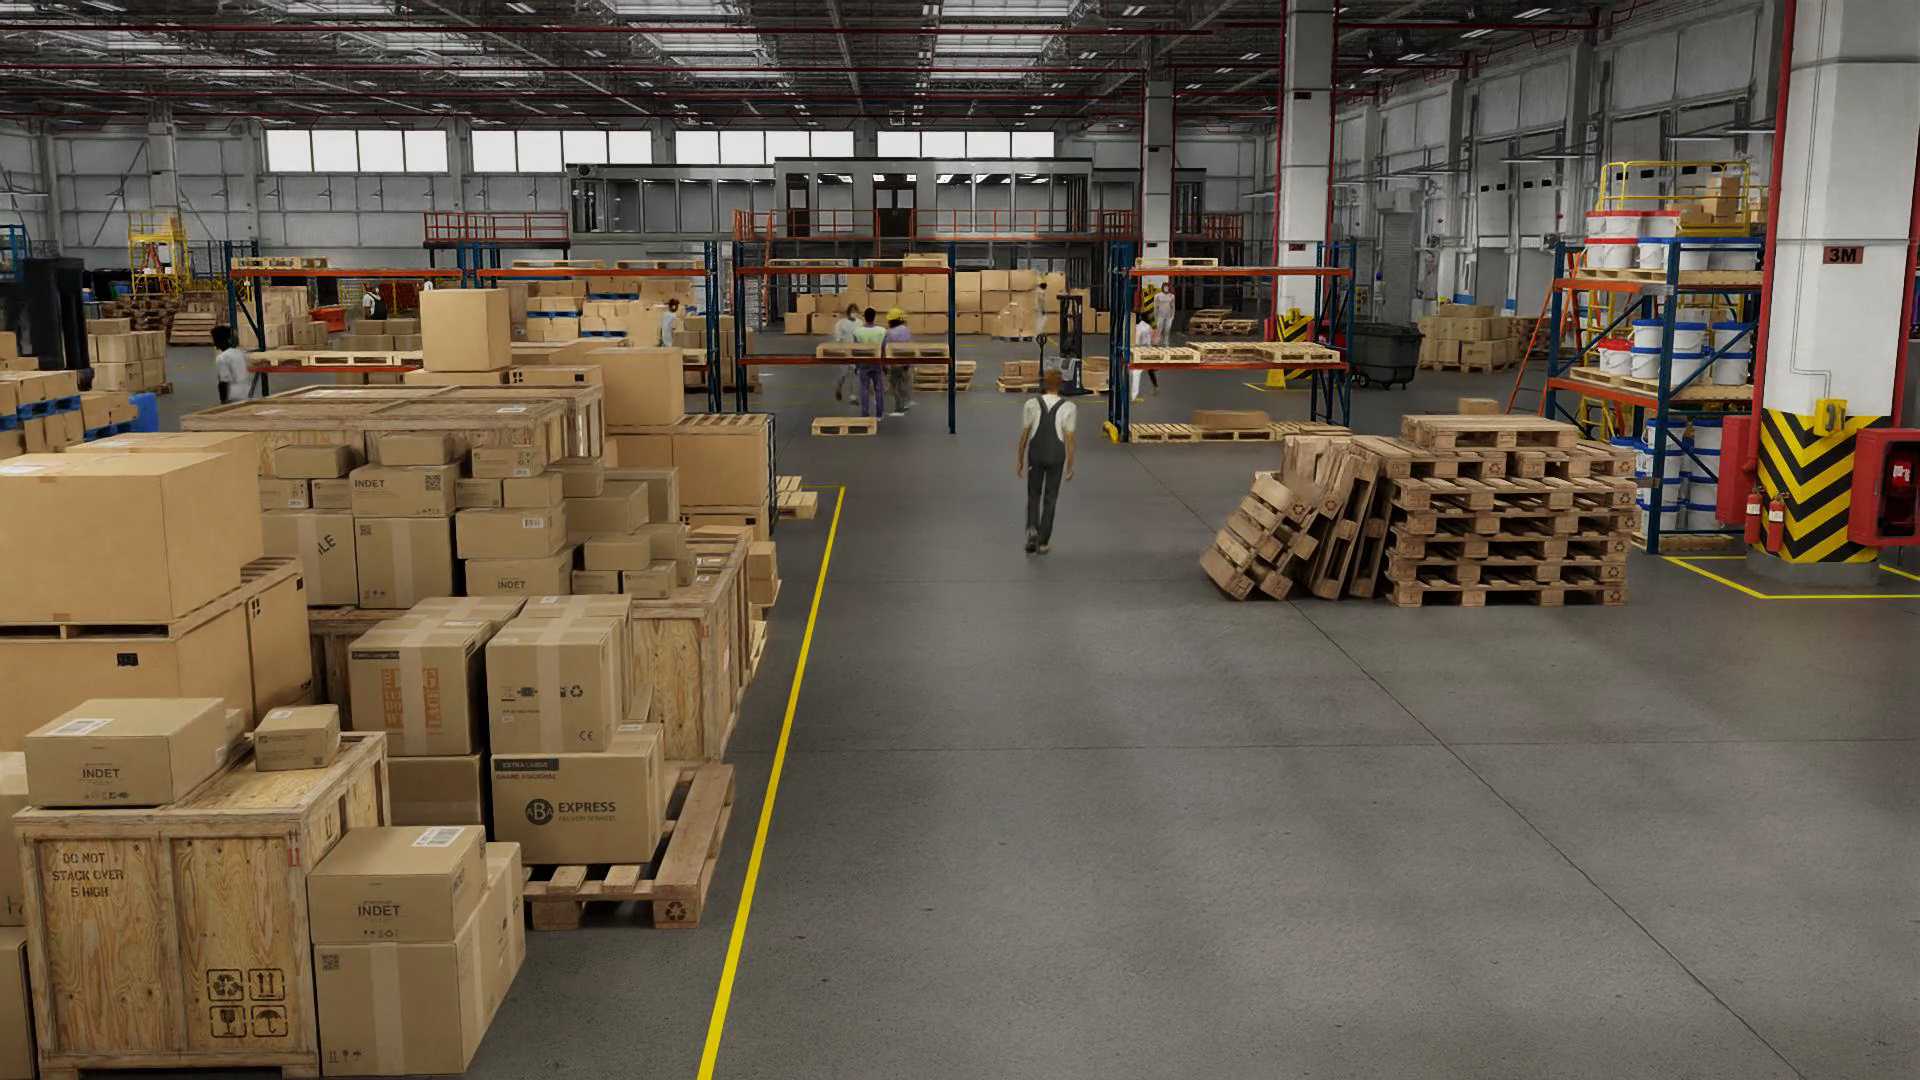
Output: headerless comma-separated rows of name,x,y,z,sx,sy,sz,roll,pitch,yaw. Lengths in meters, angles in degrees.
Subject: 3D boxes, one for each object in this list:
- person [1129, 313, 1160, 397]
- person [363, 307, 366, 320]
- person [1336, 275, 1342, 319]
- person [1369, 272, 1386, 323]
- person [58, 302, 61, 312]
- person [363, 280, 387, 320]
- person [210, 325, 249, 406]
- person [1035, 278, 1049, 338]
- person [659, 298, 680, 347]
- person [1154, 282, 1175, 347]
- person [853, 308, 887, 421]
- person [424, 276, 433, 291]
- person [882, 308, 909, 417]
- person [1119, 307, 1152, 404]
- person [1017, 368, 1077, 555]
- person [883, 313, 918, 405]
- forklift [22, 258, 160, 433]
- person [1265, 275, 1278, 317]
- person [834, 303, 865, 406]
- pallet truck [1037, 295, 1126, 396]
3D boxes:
person,3.629,-3.638,32.681,0.533,1.649,0.900,8,13,39
person,-15.513,-5.707,44.059,0.538,1.715,0.778,-3,11,-15
person,14.794,-9.634,65.118,0.396,1.992,0.623,0,10,0
person,14.991,-8.638,59.715,0.605,1.943,0.414,7,12,34
person,-28.470,-7.245,51.903,0.642,1.969,1.076,7,12,35
person,-15.239,-5.769,43.457,0.537,2.000,0.683,2,10,8
person,-9.581,-1.887,22.091,0.610,1.944,0.636,2,10,9
person,2.590,-7.306,52.389,0.422,1.902,0.609,-1,10,-5
person,-6.182,-4.194,35.237,0.542,1.837,0.575,-9,13,-40
person,5.581,-6.065,45.388,0.627,1.941,0.371,-3,11,-17
person,-1.514,-2.966,28.183,0.593,1.920,0.391,-2,10,-11
person,-19.230,-8.695,60.195,0.342,1.881,0.579,0,10,1
person,-1.124,-3.082,28.897,0.454,1.901,0.598,5,11,24
person,3.322,-3.510,31.521,0.623,1.814,0.829,5,11,25
person,0.844,-0.755,16.131,0.567,1.820,0.421,2,10,9
person,-1.170,-3.347,30.863,0.741,1.720,0.489,-2,10,-11
forklift,-11.349,-2.173,21.084,1.873,2.768,1.129,0,10,-2
person,12.655,-9.901,67.149,0.682,1.804,0.662,-2,10,-13
person,-2.079,-3.488,31.130,0.643,1.909,0.850,-5,11,-26
pallet truck,2.483,-3.881,33.060,1.885,1.965,0.823,-7,13,-36
